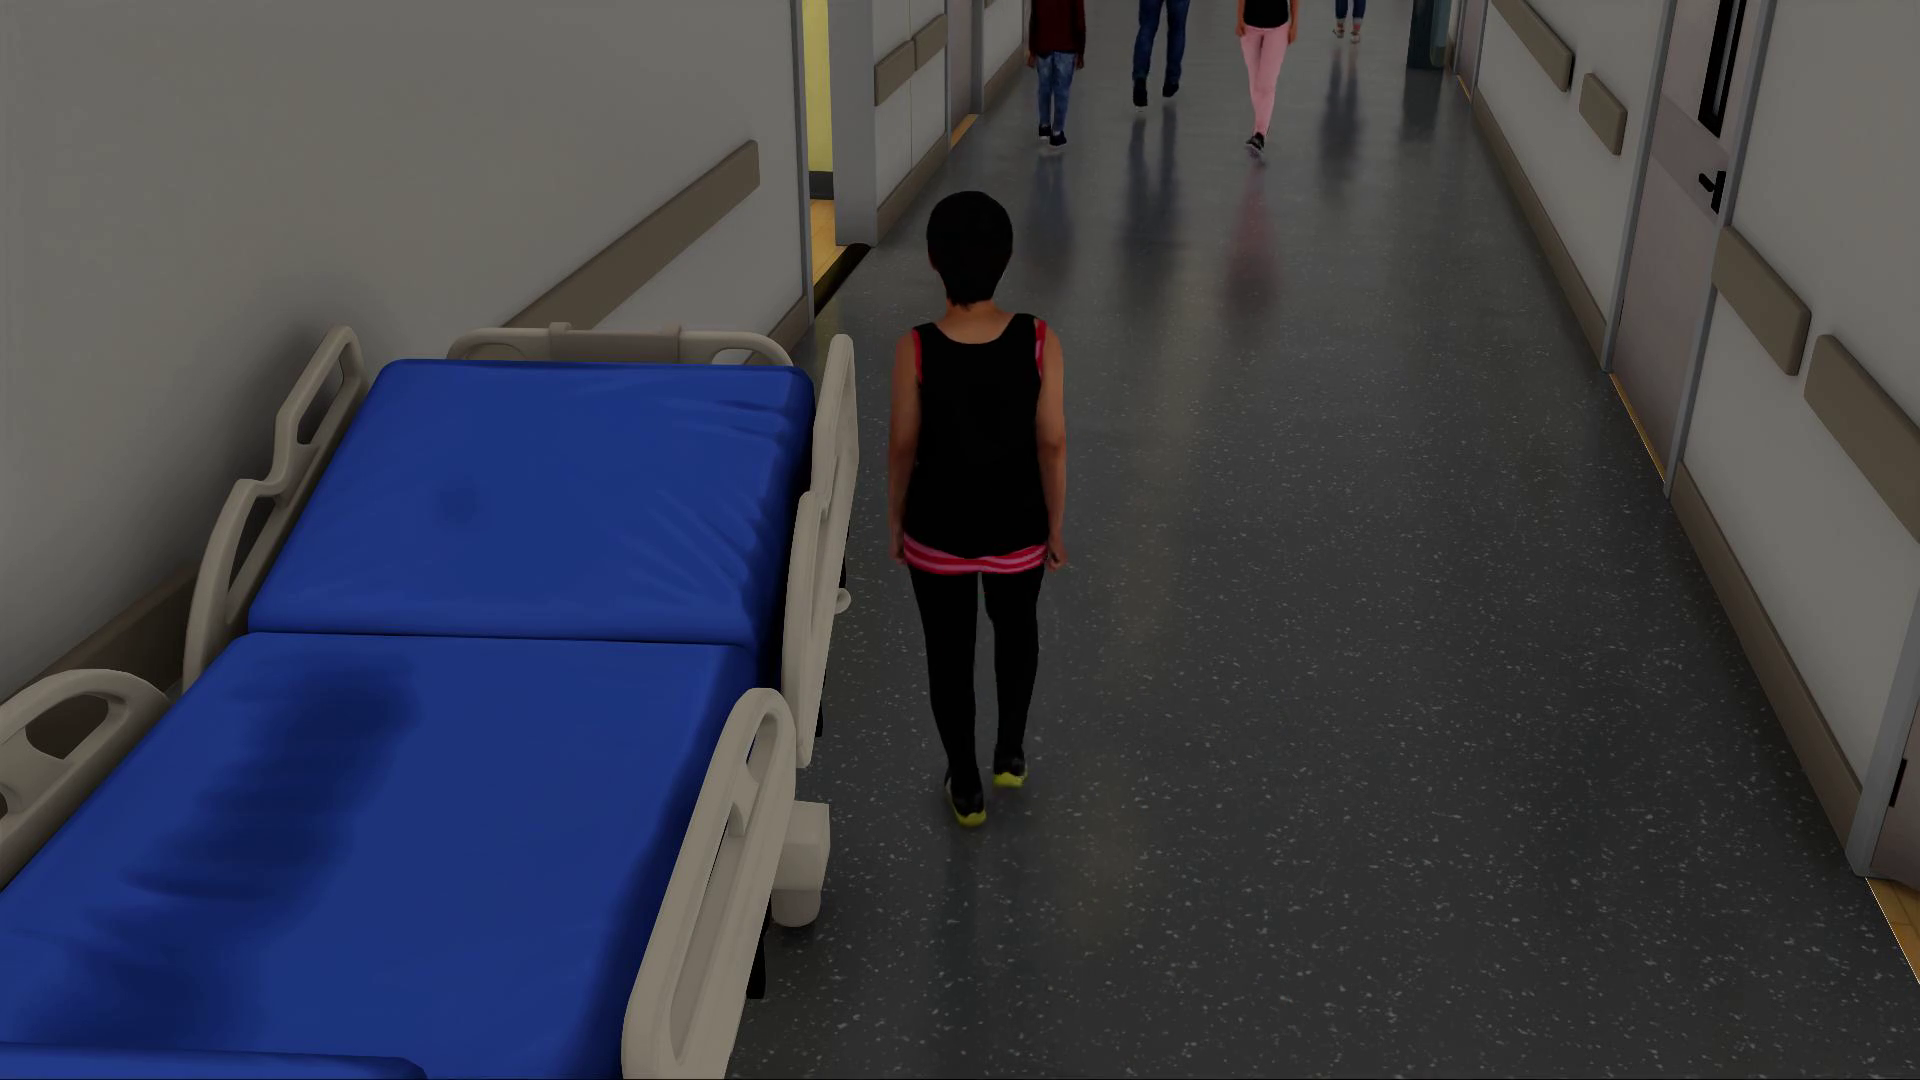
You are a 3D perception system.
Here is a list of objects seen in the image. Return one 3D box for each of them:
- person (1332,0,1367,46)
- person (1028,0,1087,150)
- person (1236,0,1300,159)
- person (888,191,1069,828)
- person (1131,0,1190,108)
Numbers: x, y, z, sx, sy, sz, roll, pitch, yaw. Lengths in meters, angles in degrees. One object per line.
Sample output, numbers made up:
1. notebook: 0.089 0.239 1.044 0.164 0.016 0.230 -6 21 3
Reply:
1. person: 3.374 -4.939 14.136 0.944 1.447 0.705 2 26 3
2. person: 0.597 -3.121 10.595 0.494 1.249 0.607 9 27 17
3. person: 1.918 -3.197 10.446 1.043 1.515 0.721 9 27 18
4. person: 0.048 -0.007 3.797 0.577 1.544 0.689 -3 26 -6
5. person: 1.416 -3.975 11.669 1.161 1.854 0.835 7 27 14
